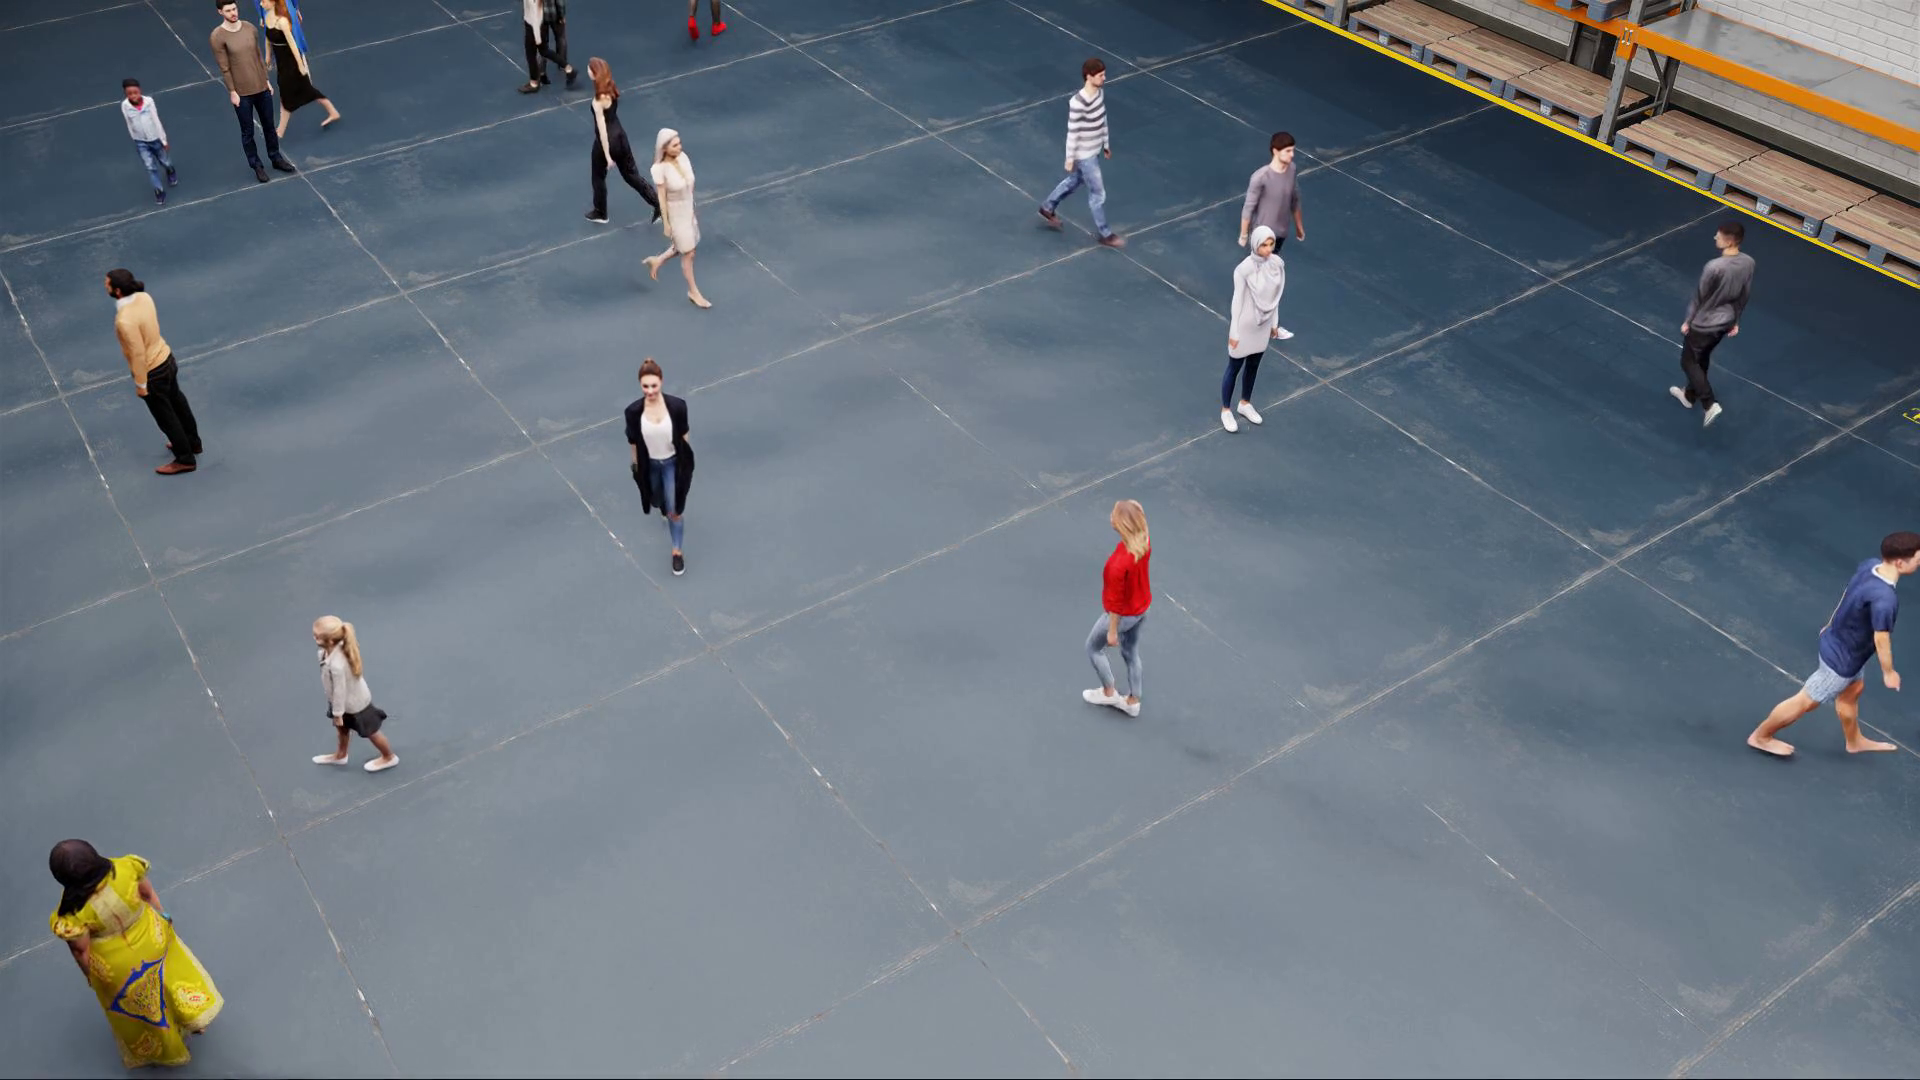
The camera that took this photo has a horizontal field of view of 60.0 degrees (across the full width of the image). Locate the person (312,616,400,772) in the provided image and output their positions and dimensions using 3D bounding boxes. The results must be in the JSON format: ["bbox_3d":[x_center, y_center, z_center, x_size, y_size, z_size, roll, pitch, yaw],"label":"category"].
[{"bbox_3d":[-3.745,0.964,10.380,0.703,1.260,0.751,-12,40,-15],"label":"person"}]

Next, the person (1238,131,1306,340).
[{"bbox_3d":[2.637,-2.728,14.553,0.762,1.822,1.060,-28,46,-30],"label":"person"}]

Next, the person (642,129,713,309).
[{"bbox_3d":[-2.571,-2.870,14.809,1.023,1.724,0.871,17,42,20],"label":"person"}]

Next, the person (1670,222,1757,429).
[{"bbox_3d":[6.052,-1.697,13.326,0.821,1.741,1.041,-10,40,-12],"label":"person"}]

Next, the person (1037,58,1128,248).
[{"bbox_3d":[1.107,-3.681,15.761,1.321,1.803,1.030,19,42,22],"label":"person"}]

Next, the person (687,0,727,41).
[{"bbox_3d":[-3.085,-6.798,19.674,1.036,1.790,1.073,9,40,12],"label":"person"}]

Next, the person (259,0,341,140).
[{"bbox_3d":[-7.045,-5.099,17.719,0.655,1.575,1.059,-28,46,-30],"label":"person"}]

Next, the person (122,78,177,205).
[{"bbox_3d":[-8.132,-4.053,16.681,0.632,1.238,0.906,-12,40,-15],"label":"person"}]

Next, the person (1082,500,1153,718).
[{"bbox_3d":[1.120,0.496,10.623,0.732,1.689,0.728,23,44,26],"label":"person"}]

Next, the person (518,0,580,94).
[{"bbox_3d":[-4.671,-5.717,18.578,0.890,1.469,0.940,-3,39,-4],"label":"person"}]

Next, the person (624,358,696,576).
[{"bbox_3d":[-2.150,-0.597,12.011,0.906,1.665,1.100,-5,39,-7],"label":"person"}]

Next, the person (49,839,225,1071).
[{"bbox_3d":[-4.234,2.149,8.587,0.959,1.646,0.877,21,43,25],"label":"person"}]

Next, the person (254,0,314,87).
[{"bbox_3d":[-7.479,-5.726,18.301,0.652,1.829,0.624,-15,41,-18],"label":"person"}]

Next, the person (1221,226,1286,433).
[{"bbox_3d":[2.330,-1.710,13.316,0.645,1.775,0.590,-16,41,-19],"label":"person"}]

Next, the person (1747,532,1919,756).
[{"bbox_3d":[5.380,0.685,10.295,1.180,1.803,1.026,13,40,16],"label":"person"}]

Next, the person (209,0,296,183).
[{"bbox_3d":[-7.207,-4.593,16.835,0.679,1.889,0.715,26,45,29],"label":"person"}]

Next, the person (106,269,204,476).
[{"bbox_3d":[-6.233,-1.322,12.846,0.814,1.754,0.702,-3,39,-4],"label":"person"}]

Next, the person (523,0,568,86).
[{"bbox_3d":[-4.743,-6.012,18.926,1.073,1.691,1.152,2,39,3],"label":"person"}]

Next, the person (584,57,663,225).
[{"bbox_3d":[-3.247,-3.783,15.964,1.186,1.709,1.015,12,40,15],"label":"person"}]
